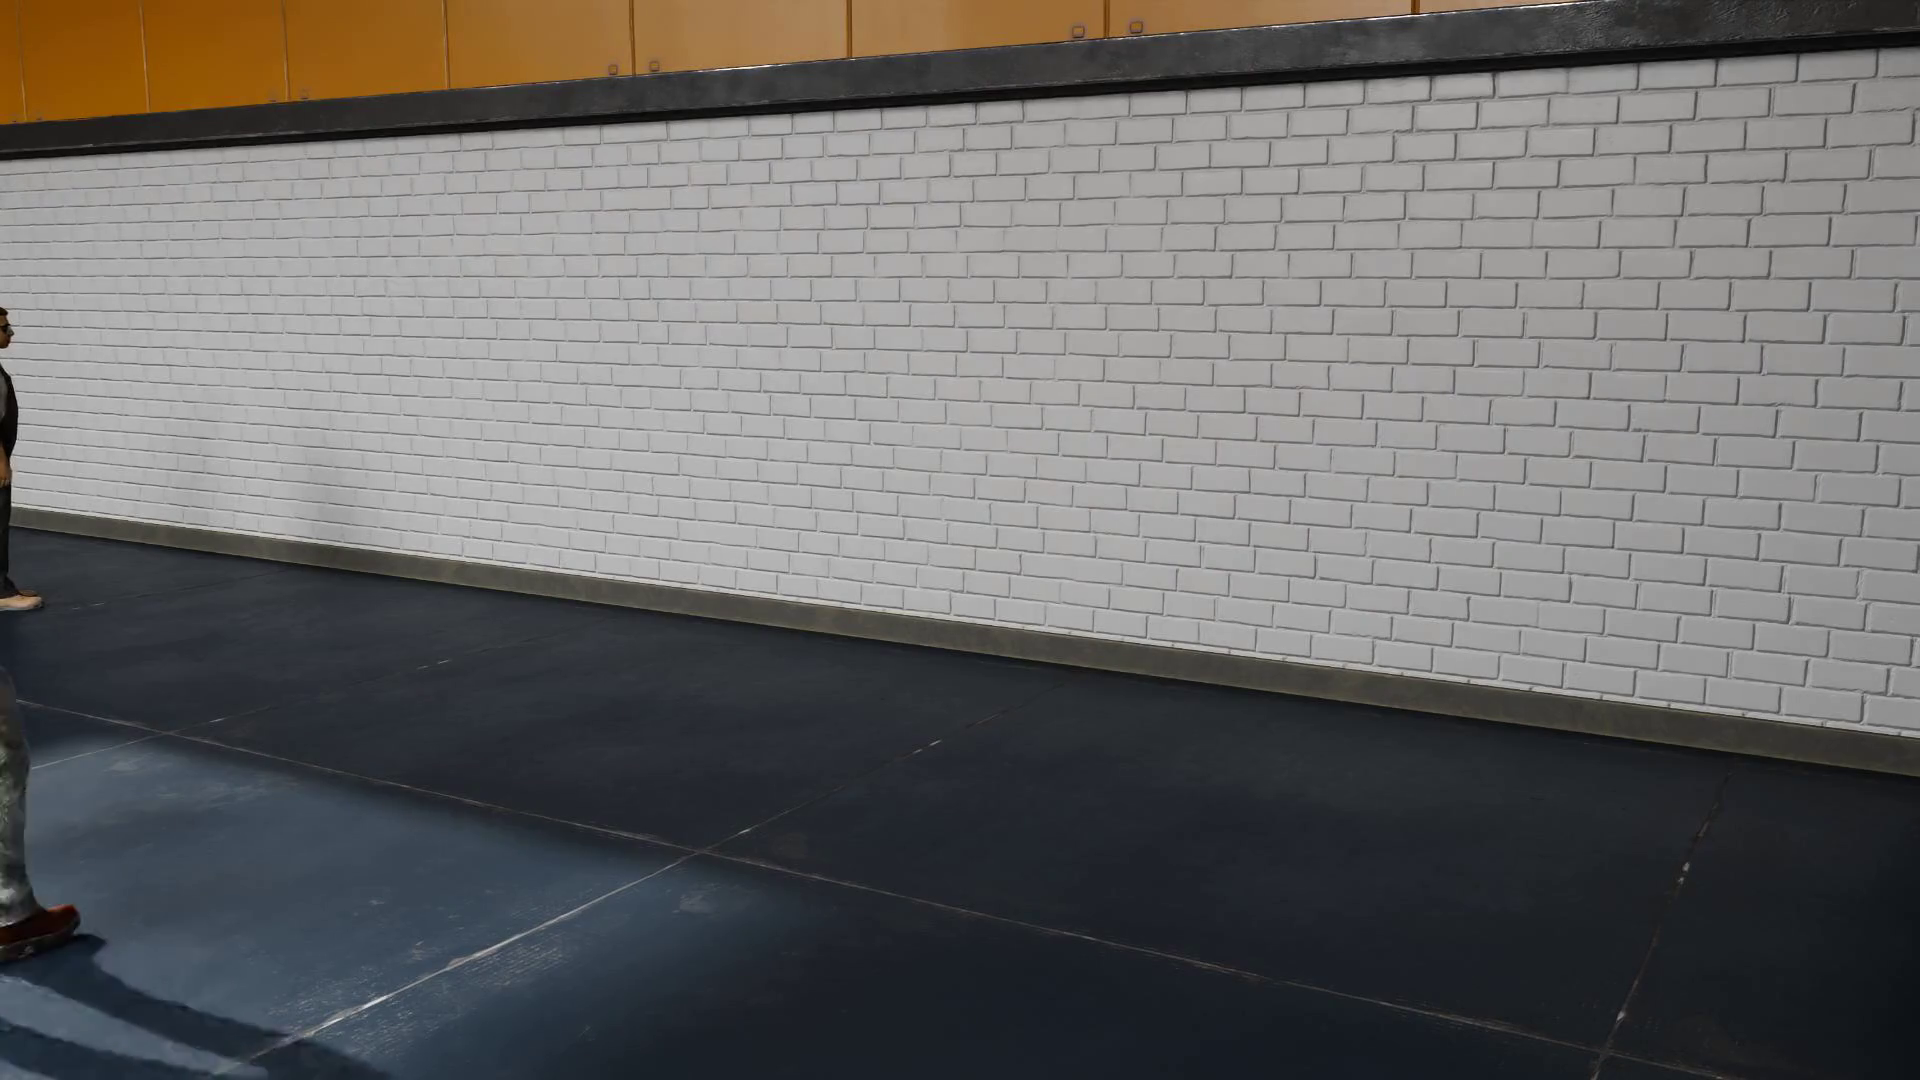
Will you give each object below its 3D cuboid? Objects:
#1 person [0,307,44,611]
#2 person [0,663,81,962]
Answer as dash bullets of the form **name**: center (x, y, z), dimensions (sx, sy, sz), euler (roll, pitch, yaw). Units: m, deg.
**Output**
- **person**: center (-5.807, -0.496, 10.022), dimensions (0.345, 1.847, 0.506), euler (-6, 11, -33)
- **person**: center (-2.920, 0.306, 4.776), dimensions (0.655, 1.918, 0.740), euler (3, 10, 17)
